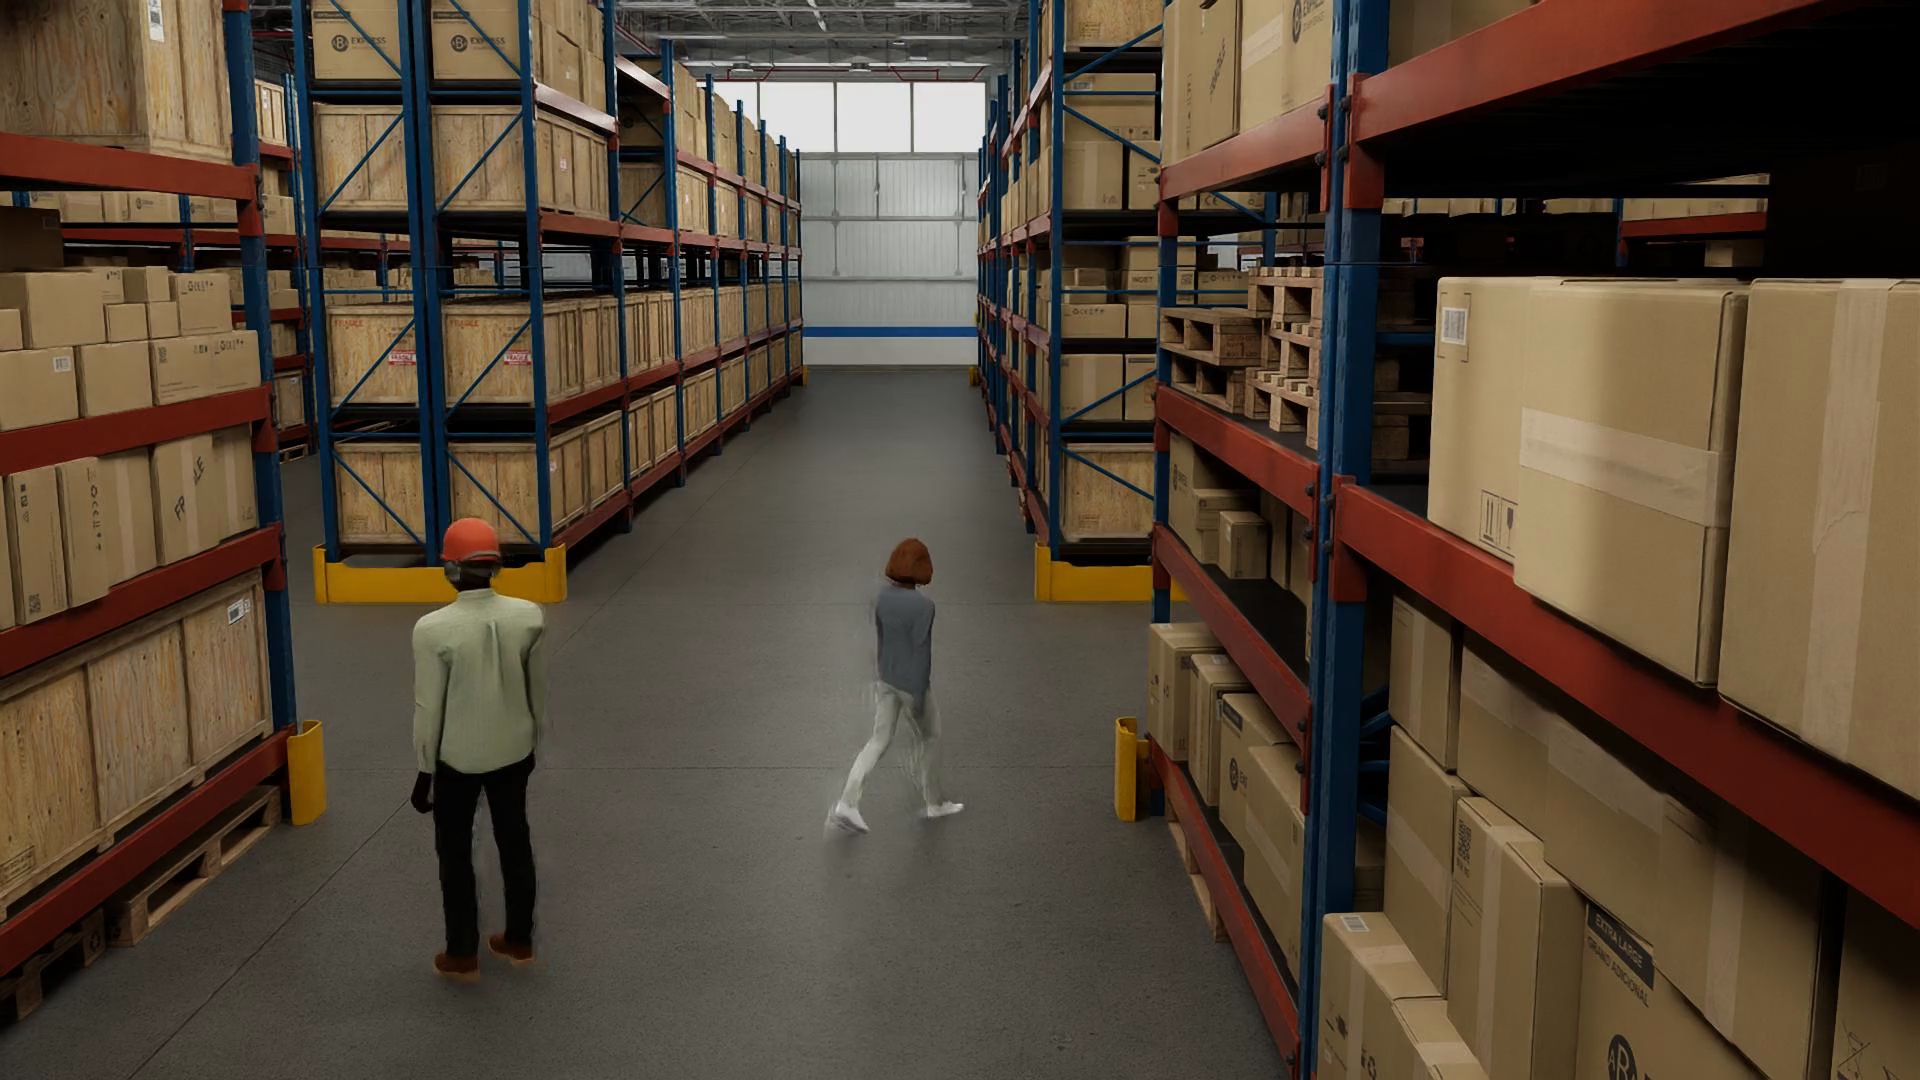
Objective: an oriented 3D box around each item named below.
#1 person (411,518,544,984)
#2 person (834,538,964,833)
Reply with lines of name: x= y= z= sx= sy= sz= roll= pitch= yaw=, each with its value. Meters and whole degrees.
person: x=-2.074 y=0.897 z=7.124 sx=0.642 sy=1.987 sz=0.455 roll=-9 pitch=13 yaw=-44
person: x=-0.348 y=0.784 z=8.990 sx=0.818 sy=1.600 sz=0.503 roll=-8 pitch=12 yaw=-41
